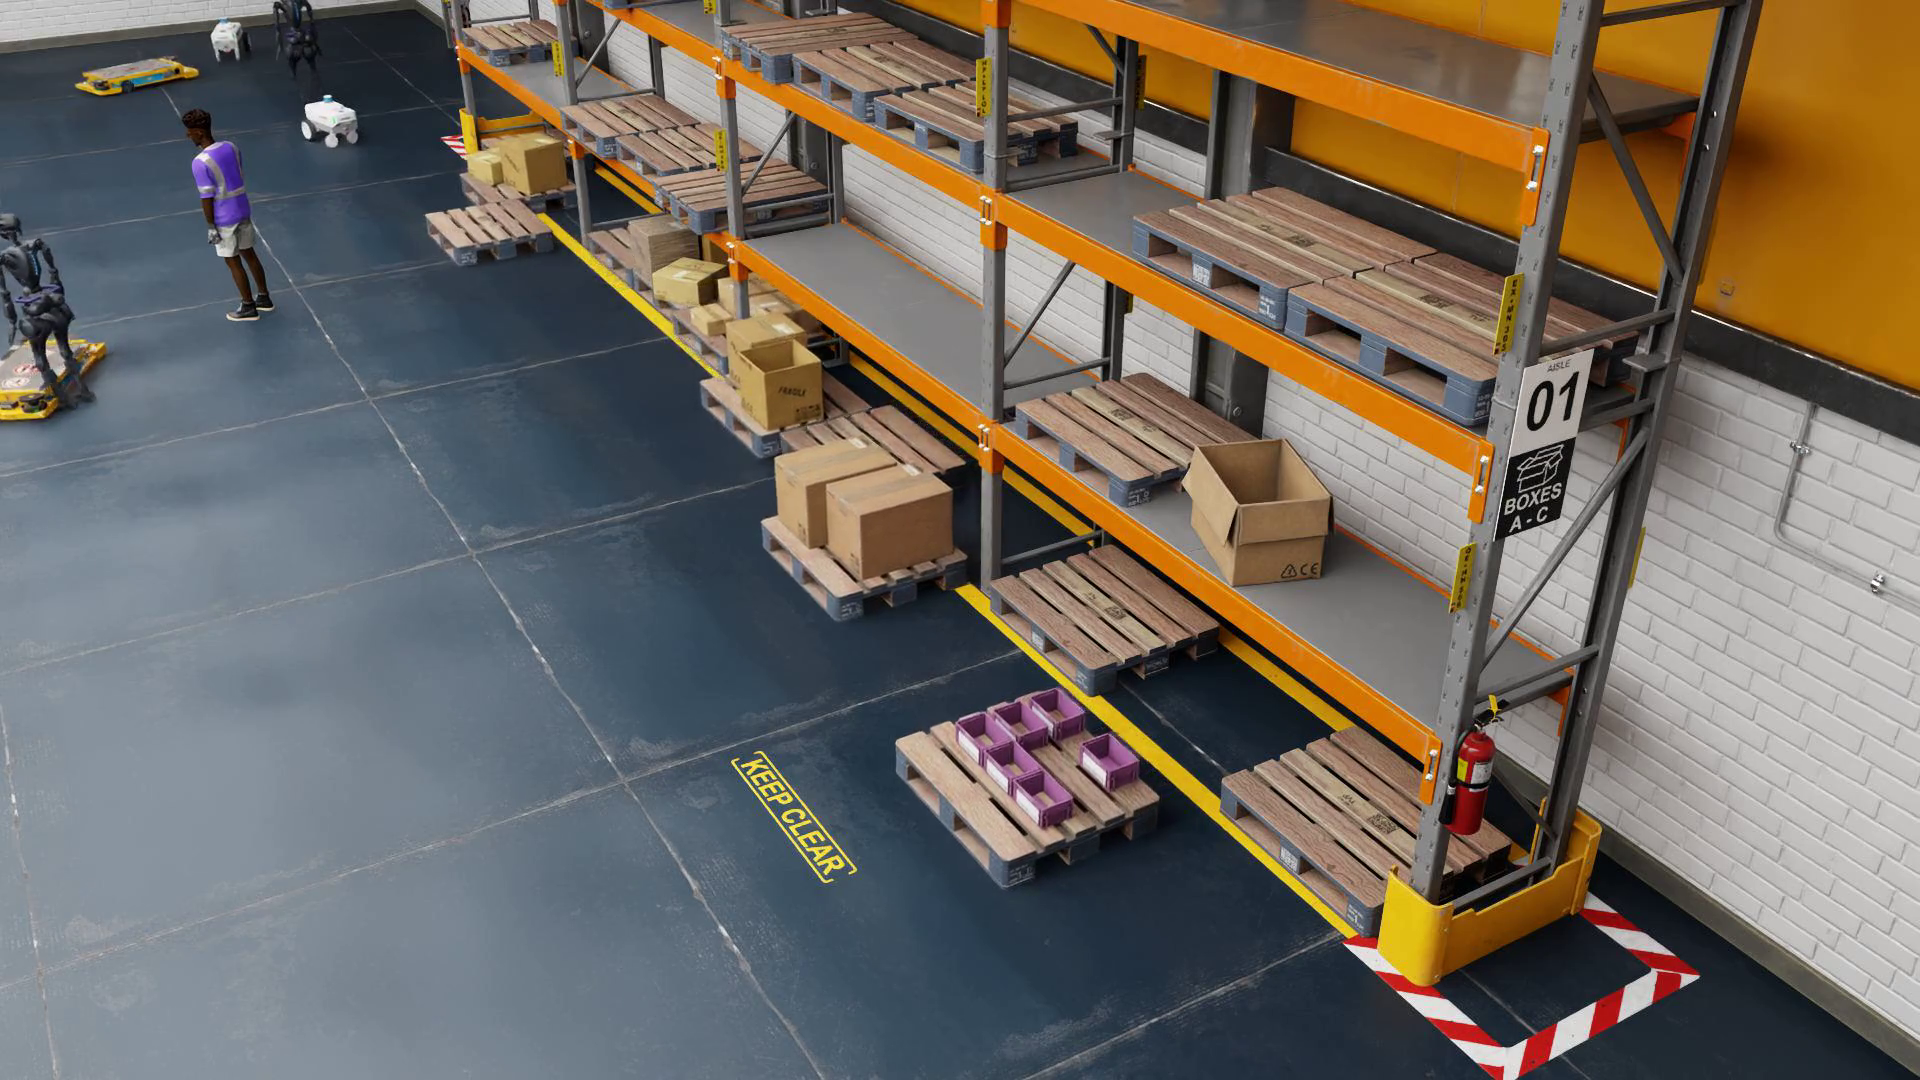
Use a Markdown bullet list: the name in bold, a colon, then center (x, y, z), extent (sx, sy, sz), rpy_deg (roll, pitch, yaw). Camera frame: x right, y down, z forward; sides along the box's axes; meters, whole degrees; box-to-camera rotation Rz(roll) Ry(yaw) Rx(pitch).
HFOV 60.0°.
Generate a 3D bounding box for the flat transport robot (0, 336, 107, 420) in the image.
- **flat transport robot**: center (-7.828, -1.384, 14.076), extent (0.659, 0.231, 1.431), rpy_deg (-3, 30, -5)

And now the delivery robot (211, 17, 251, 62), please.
- **delivery robot**: center (-10.682, -7.321, 24.276), extent (0.499, 0.603, 0.803), rpy_deg (-7, 30, -12)

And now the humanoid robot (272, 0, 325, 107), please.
- **humanoid robot**: center (-8.555, -6.411, 21.525), extent (0.373, 1.649, 0.612), rpy_deg (23, 37, 35)

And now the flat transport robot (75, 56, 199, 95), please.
- **flat transport robot**: center (-11.347, -6.396, 22.923), extent (0.659, 0.231, 1.431), rpy_deg (20, 35, 32)

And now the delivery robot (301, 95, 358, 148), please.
- **delivery robot**: center (-7.749, -5.171, 20.462), extent (0.757, 0.585, 0.521), rpy_deg (24, 37, 36)

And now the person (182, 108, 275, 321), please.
- **person**: center (-6.694, -2.954, 15.152), extent (0.409, 1.949, 0.600), rpy_deg (6, 30, 11)

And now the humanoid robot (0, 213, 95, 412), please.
- **humanoid robot**: center (-7.448, -1.850, 13.472), extent (0.340, 1.647, 0.589), rpy_deg (11, 31, 19)
